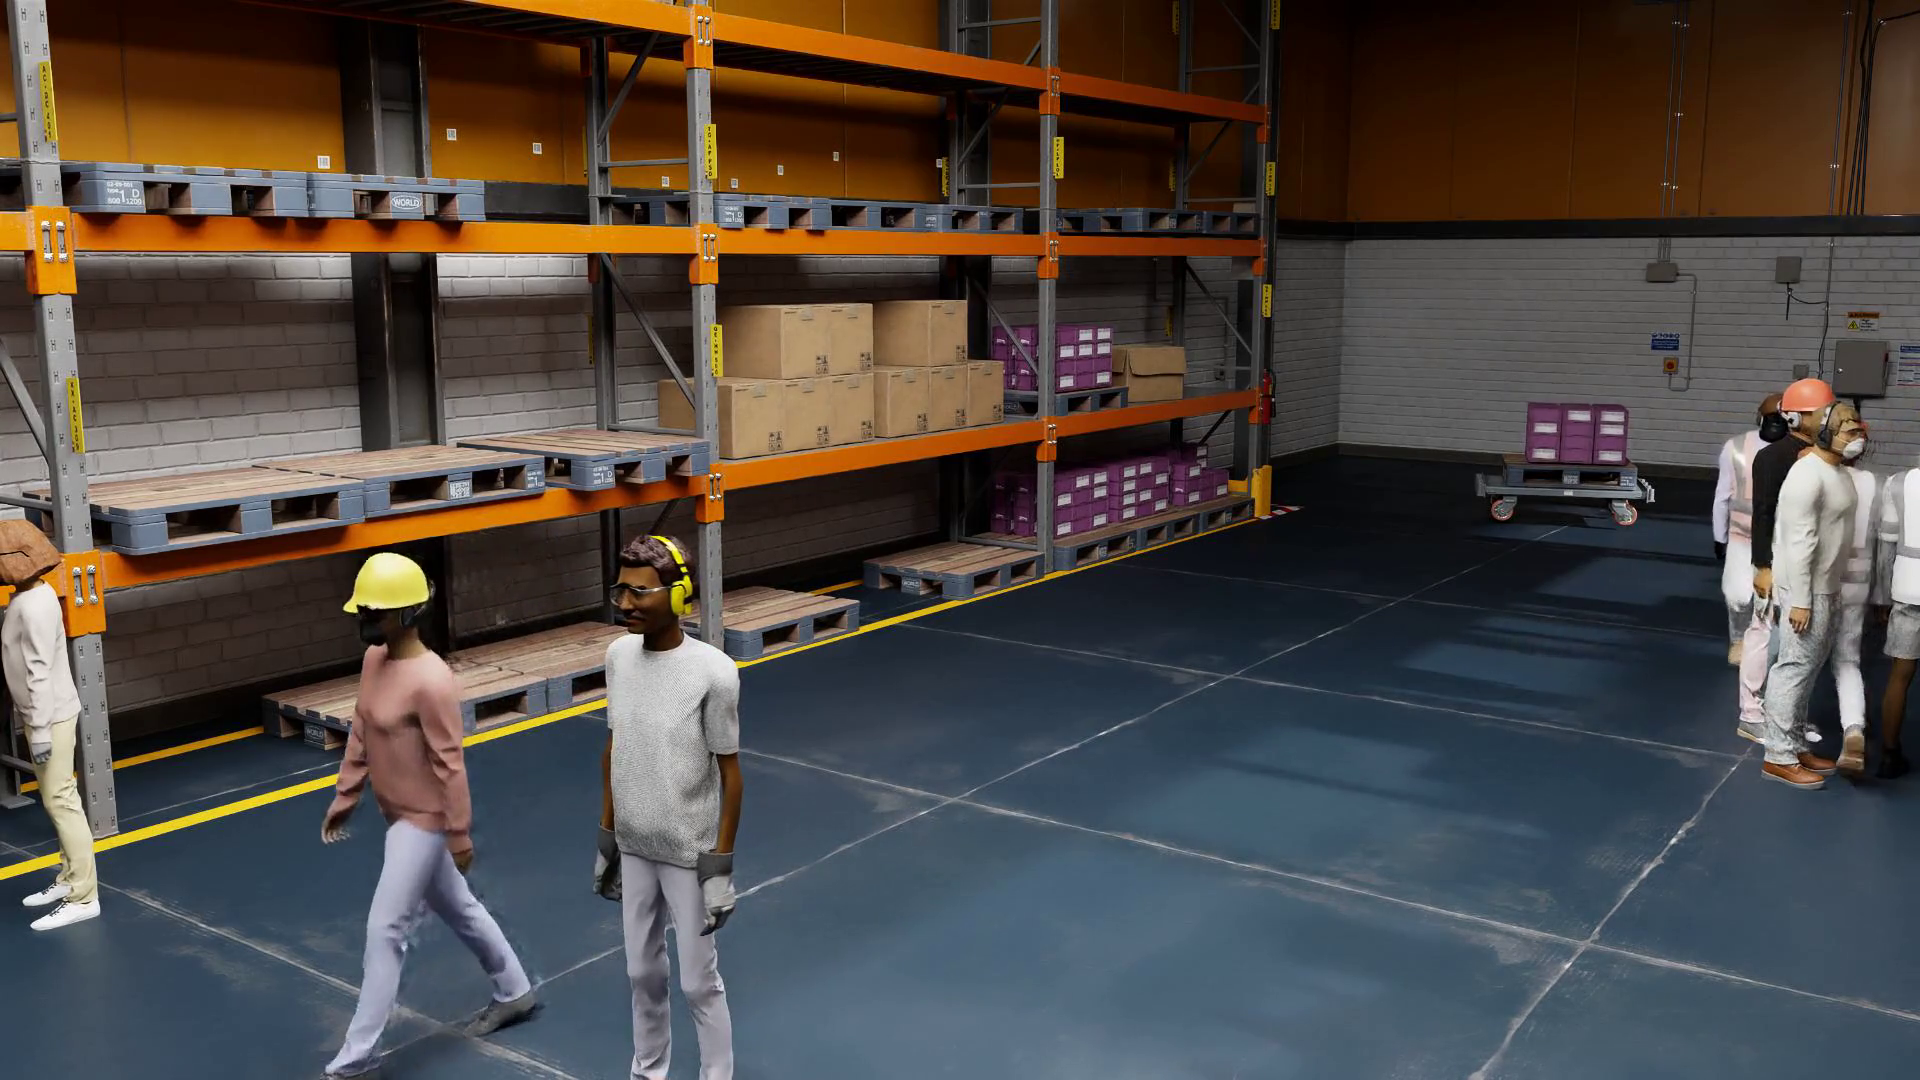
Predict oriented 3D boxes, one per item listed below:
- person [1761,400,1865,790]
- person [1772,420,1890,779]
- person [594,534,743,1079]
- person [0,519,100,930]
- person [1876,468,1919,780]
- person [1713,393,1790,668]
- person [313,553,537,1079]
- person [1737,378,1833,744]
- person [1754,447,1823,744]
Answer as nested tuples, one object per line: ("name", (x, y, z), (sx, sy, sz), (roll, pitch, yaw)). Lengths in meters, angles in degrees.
("person", (4.291, 0.264, 8.367), (0.352, 1.937, 0.635), (8, 12, 40))
("person", (4.470, 0.280, 8.518), (0.582, 1.866, 0.781), (2, 10, 11))
("person", (-0.852, 0.904, 4.766), (0.513, 1.872, 0.328), (6, 11, 30))
("person", (-3.650, 0.719, 6.605), (0.285, 1.626, 0.496), (-6, 11, -33))
("person", (4.869, 0.277, 8.298), (0.354, 1.939, 0.544), (-8, 12, -38))
("person", (5.020, -0.010, 10.340), (0.637, 1.822, 0.484), (5, 11, 27))
("person", (-1.768, 0.882, 5.359), (0.895, 1.724, 0.524), (-7, 12, -36))
("person", (4.540, 0.115, 9.084), (0.608, 1.996, 0.379), (-6, 11, -32))
("person", (4.556, 0.303, 9.045), (0.507, 1.631, 0.276), (-2, 10, -9))
